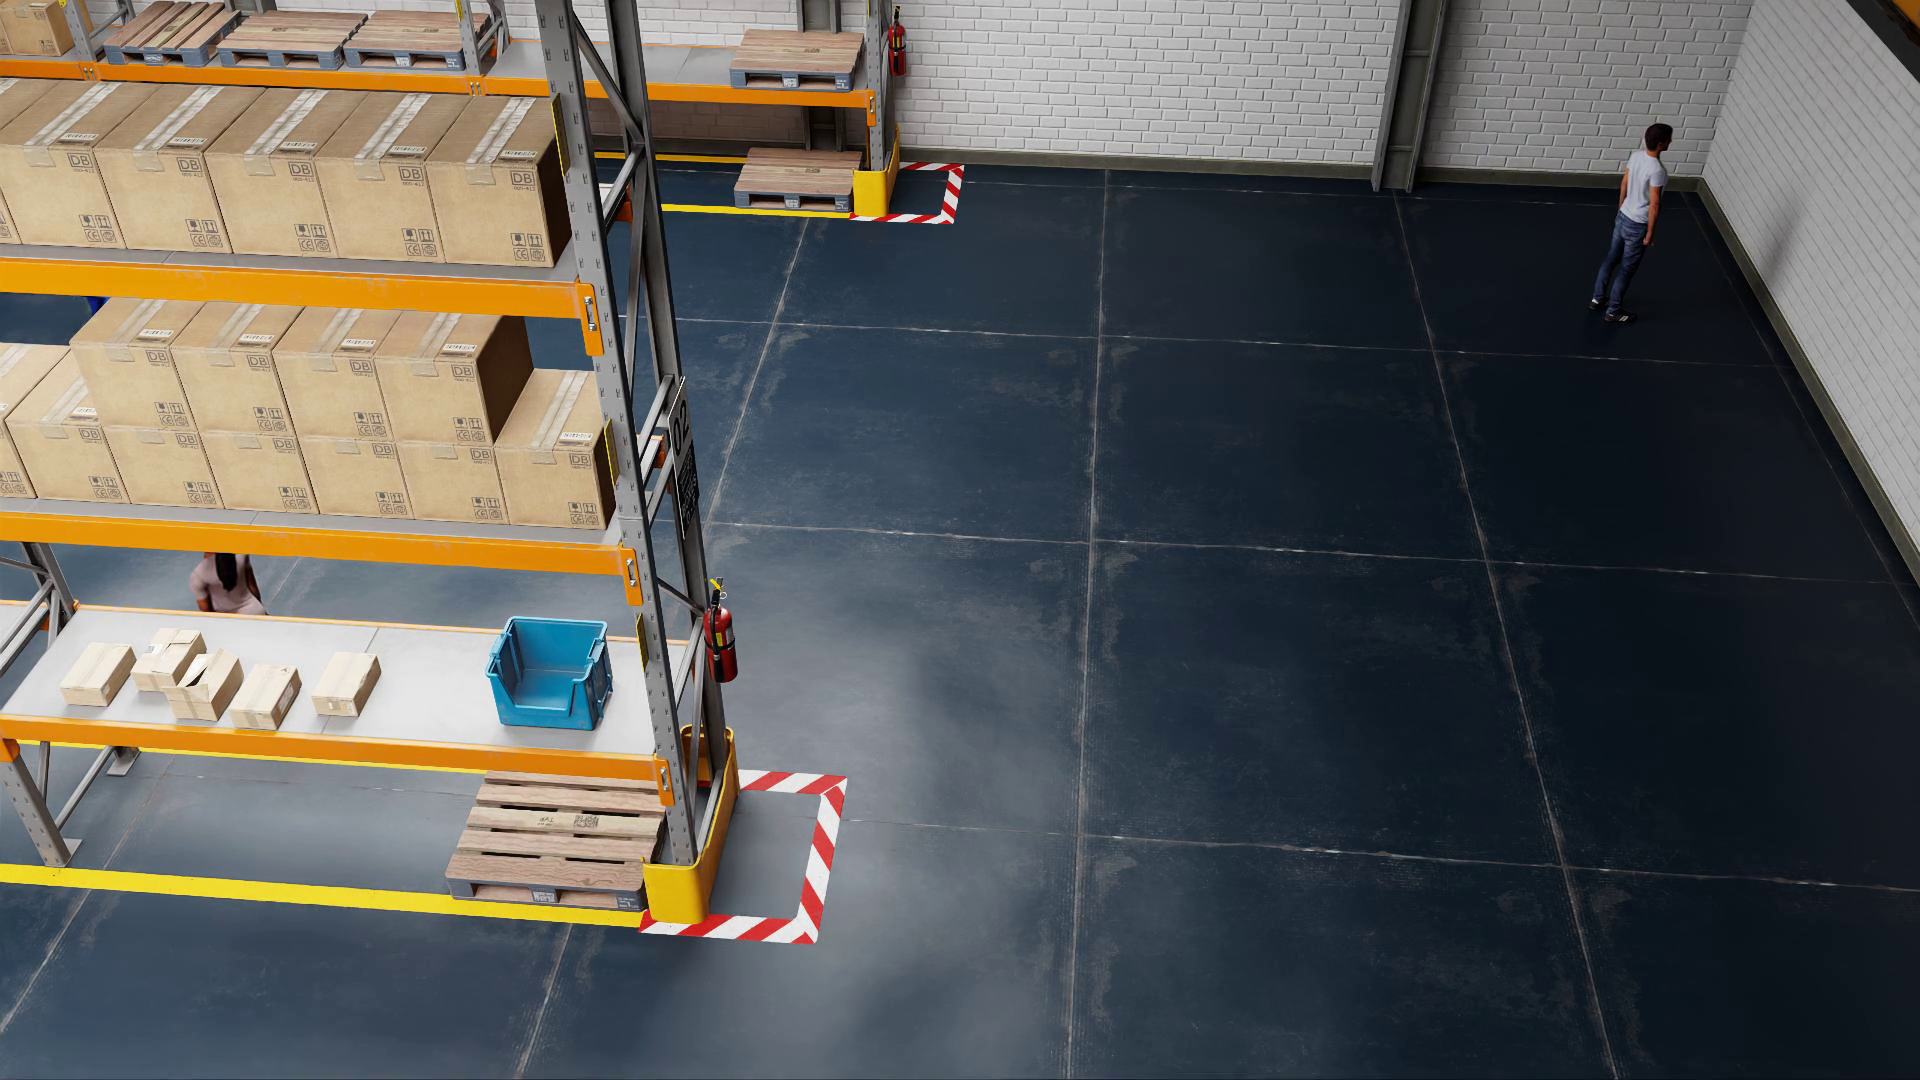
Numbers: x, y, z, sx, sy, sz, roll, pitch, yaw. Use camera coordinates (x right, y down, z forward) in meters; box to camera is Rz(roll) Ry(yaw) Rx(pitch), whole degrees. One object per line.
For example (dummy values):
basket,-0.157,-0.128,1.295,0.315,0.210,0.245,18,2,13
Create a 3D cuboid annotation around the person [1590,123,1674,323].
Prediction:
person,6.042,-2.855,14.908,0.661,1.866,0.706,-10,40,-12
